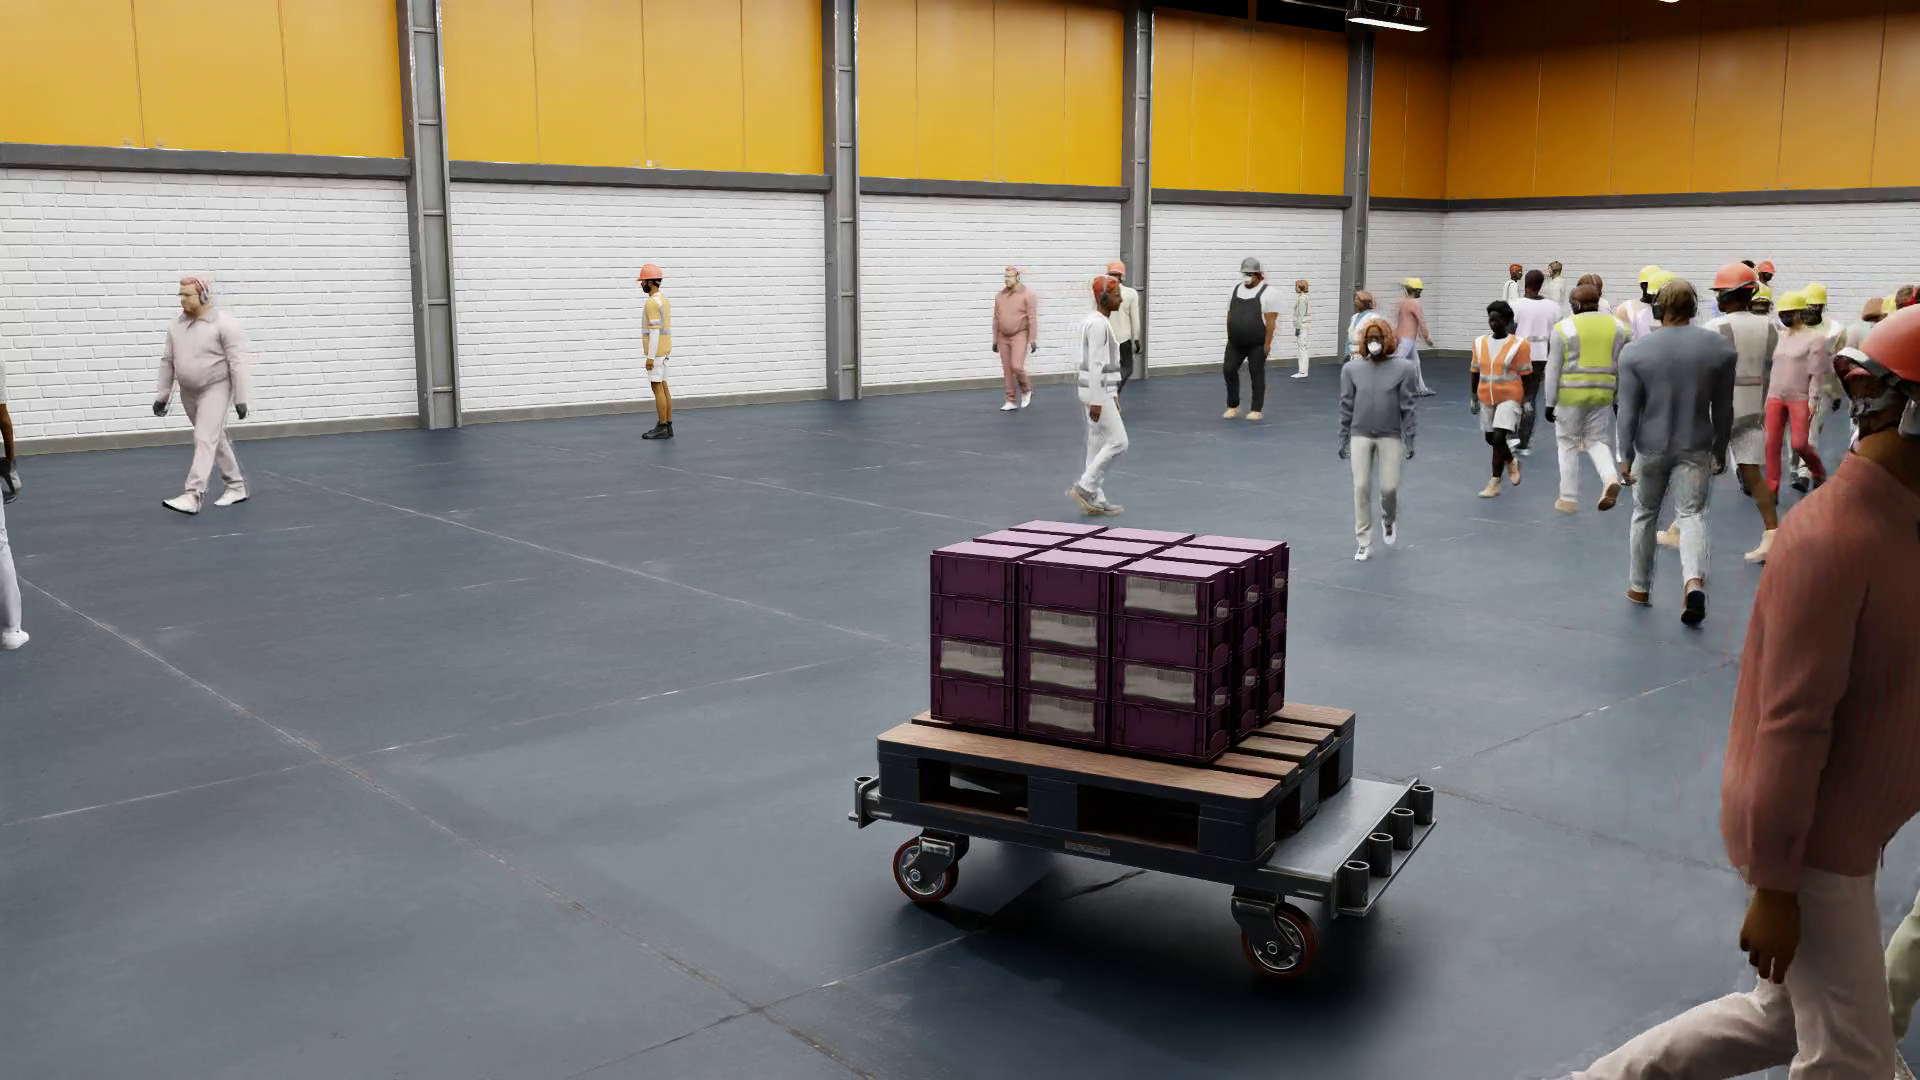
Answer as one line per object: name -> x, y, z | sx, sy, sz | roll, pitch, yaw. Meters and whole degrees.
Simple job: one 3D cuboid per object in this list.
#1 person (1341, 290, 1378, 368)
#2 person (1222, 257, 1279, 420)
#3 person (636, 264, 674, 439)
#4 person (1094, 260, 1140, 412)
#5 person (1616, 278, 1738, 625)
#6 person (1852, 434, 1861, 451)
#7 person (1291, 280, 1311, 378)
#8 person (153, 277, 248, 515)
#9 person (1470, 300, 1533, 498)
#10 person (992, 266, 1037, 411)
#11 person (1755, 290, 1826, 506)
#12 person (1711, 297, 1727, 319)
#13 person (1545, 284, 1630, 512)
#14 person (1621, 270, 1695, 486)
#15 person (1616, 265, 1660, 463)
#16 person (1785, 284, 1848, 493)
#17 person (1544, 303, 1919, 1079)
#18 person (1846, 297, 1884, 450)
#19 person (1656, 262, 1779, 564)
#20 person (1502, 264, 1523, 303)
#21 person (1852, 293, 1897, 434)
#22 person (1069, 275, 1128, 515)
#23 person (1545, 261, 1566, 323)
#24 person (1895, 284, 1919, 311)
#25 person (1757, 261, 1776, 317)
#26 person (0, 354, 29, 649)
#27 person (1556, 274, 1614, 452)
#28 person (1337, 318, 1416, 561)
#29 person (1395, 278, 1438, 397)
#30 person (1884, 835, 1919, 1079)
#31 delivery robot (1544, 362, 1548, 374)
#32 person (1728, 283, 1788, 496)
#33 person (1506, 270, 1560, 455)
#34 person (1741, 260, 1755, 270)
person -> 4.630, -2.073, 19.284 | 0.383, 1.622, 0.527 | -2, 10, -12
person -> 3.548, -2.488, 20.506 | 0.700, 2.000, 0.597 | 7, 12, 35
person -> -3.392, -2.084, 18.443 | 0.369, 1.935, 0.552 | 1, 10, 5
person -> 1.974, -2.588, 21.274 | 0.627, 1.974, 0.631 | 5, 11, 27
person -> 3.990, -0.501, 9.291 | 0.638, 1.909, 0.916 | 2, 10, 14
person -> 2.892, 0.255, 4.980 | 0.674, 1.847, 0.965 | 0, 10, 0
person -> 5.698, -3.519, 27.736 | 0.311, 1.633, 0.510 | 3, 10, 16
person -> -6.046, -1.143, 13.185 | 0.670, 1.851, 1.002 | 4, 10, 21
person -> 4.629, -1.205, 14.116 | 0.756, 1.667, 0.544 | -9, 13, -41
person -> 0.687, -2.630, 21.753 | 0.674, 1.892, 0.421 | 8, 12, 37
person -> 6.768, -1.144, 13.469 | 0.583, 1.747, 0.528 | -6, 12, -32
person -> 9.568, -2.429, 20.561 | 0.549, 1.905, 0.948 | 2, 10, 13
person -> 4.898, -1.089, 12.989 | 0.645, 1.812, 0.619 | -1, 10, -4
person -> 6.074, -1.390, 14.503 | 0.536, 1.899, 0.585 | -8, 13, -40
person -> 6.691, -1.711, 16.279 | 0.587, 1.930, 0.356 | -1, 10, -4
person -> 7.313, -1.318, 14.424 | 0.610, 1.775, 0.954 | 7, 12, 35
person -> 1.532, 0.528, 3.128 | 0.821, 1.958, 0.657 | 8, 12, 38
person -> 9.176, -1.635, 16.752 | 0.498, 1.616, 0.466 | 5, 11, 26
person -> 5.154, -0.848, 11.074 | 0.631, 1.992, 1.064 | -3, 10, -17
person -> 9.675, -3.894, 29.195 | 0.338, 1.881, 0.582 | 1, 10, 4
person -> 7.065, -1.000, 12.664 | 0.493, 1.743, 0.296 | 6, 11, 31
person -> 1.122, -1.108, 12.914 | 0.414, 1.871, 0.607 | 1, 10, 4
person -> 10.168, -3.805, 28.514 | 0.372, 1.940, 0.631 | 4, 11, 24
person -> 6.856, -0.955, 12.191 | 0.436, 1.822, 0.562 | 5, 11, 26
person -> 13.185, -3.611, 27.382 | 0.379, 1.937, 0.548 | 9, 13, 44
person -> -5.079, -0.338, 8.467 | 0.519, 1.856, 0.331 | -6, 11, -31
person -> 6.497, -1.835, 17.274 | 0.429, 1.842, 0.626 | -1, 10, -3
person -> 2.788, -0.678, 11.139 | 0.516, 1.616, 0.463 | 4, 10, 21
person -> 6.408, -2.885, 23.800 | 0.944, 1.711, 0.528 | -1, 10, -5
person -> 2.306, 0.504, 3.634 | 0.524, 1.827, 0.937 | -2, 10, -11
delivery robot -> 9.668, -2.970, 27.395 | 0.477, 0.478, 0.707 | 1, 10, 4
person -> 6.602, -1.231, 13.829 | 0.605, 1.806, 0.686 | 2, 10, 12
person -> 5.782, -1.803, 16.964 | 0.615, 1.885, 0.448 | -2, 10, -9
person -> 11.898, -3.274, 25.323 | 0.613, 1.964, 0.361 | 7, 12, 36
